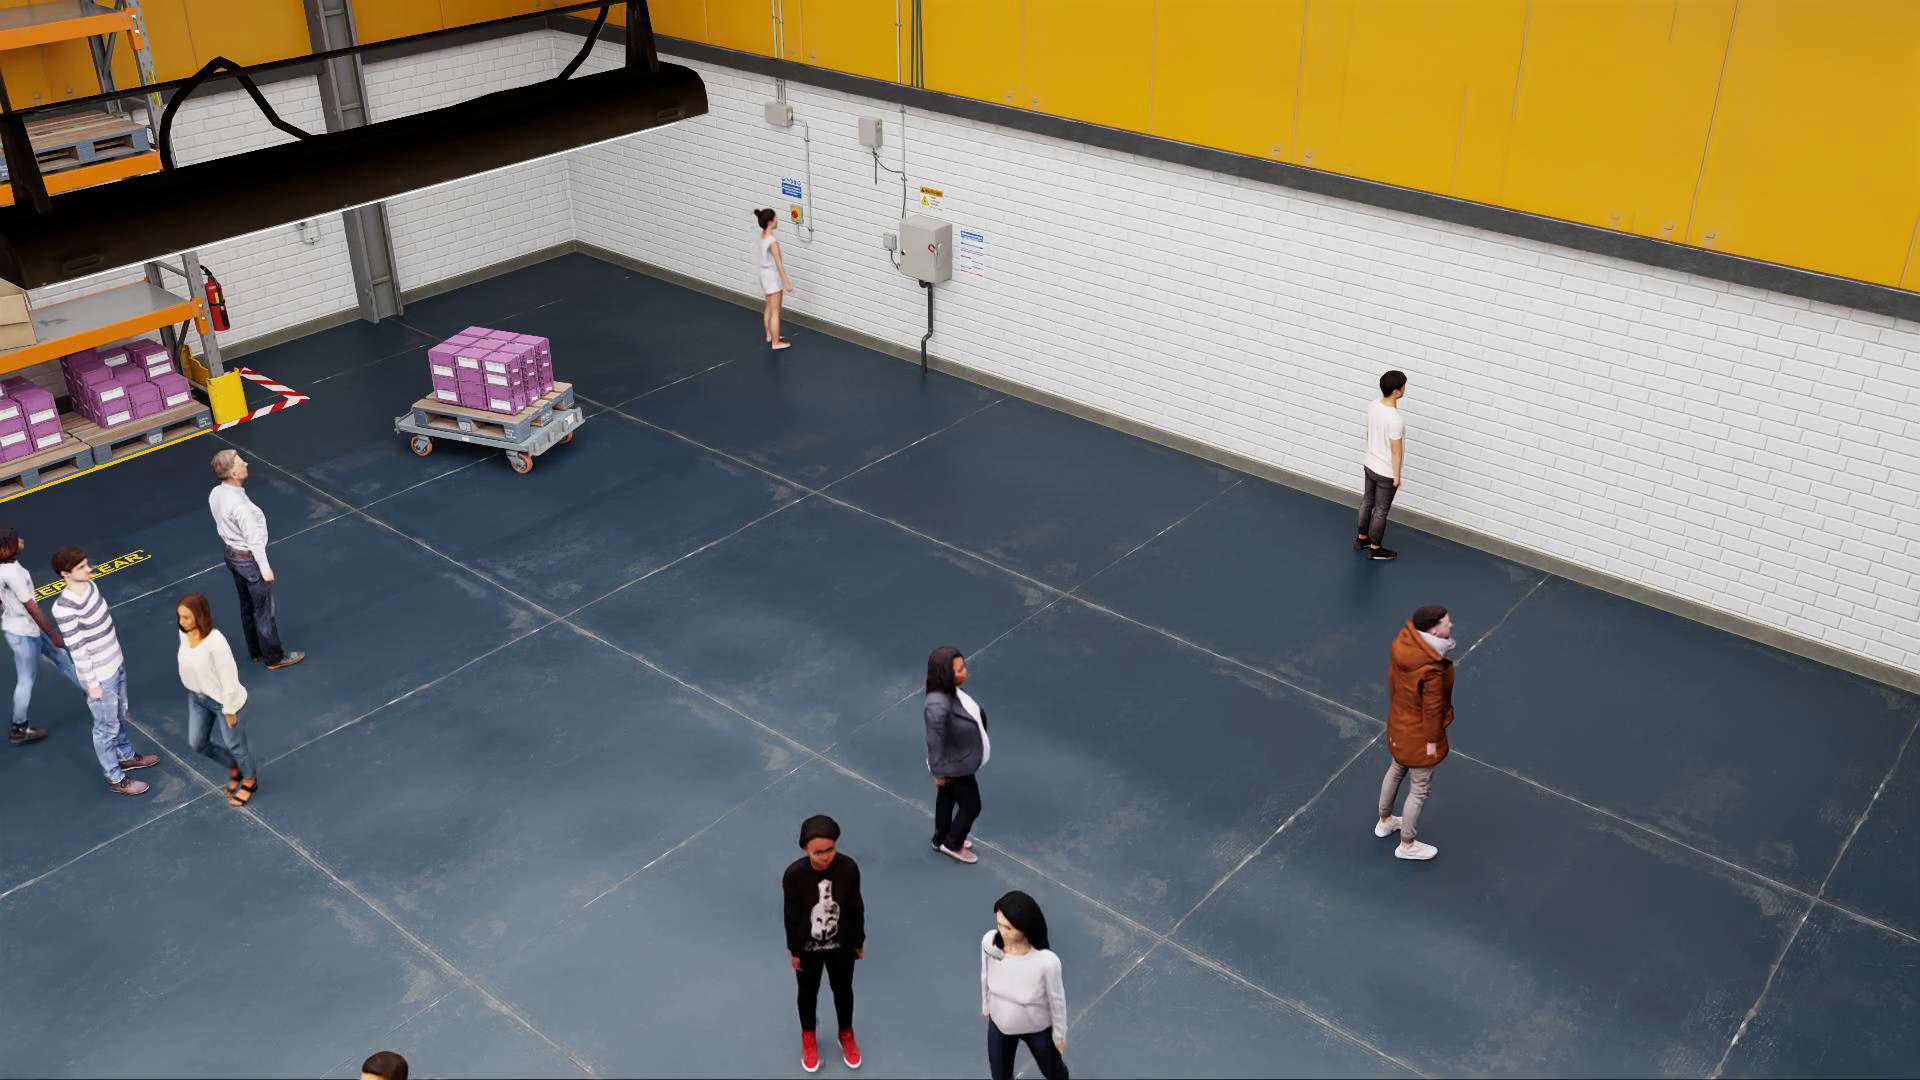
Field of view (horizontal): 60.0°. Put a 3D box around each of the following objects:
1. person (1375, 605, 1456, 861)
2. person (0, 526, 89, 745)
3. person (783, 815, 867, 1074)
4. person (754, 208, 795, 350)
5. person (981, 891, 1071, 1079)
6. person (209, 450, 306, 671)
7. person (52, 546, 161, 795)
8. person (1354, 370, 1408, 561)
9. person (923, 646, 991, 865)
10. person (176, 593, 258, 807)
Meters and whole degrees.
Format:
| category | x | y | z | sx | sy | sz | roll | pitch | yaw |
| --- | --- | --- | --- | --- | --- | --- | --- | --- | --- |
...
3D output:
| category | x | y | z | sx | sy | sz | roll | pitch | yaw |
| --- | --- | --- | --- | --- | --- | --- | --- | --- | --- |
| person | 2.939 | 1.218 | 10.725 | 0.890 | 1.839 | 0.850 | -7 | 29 | -13 |
| person | -6.723 | 0.709 | 11.824 | 1.117 | 1.681 | 0.757 | -20 | 34 | -32 |
| person | -0.753 | 2.190 | 9.119 | 0.661 | 1.673 | 0.740 | -5 | 29 | -10 |
| person | -2.121 | -2.911 | 18.525 | 0.677 | 1.618 | 0.656 | -15 | 32 | -25 |
| person | 0.365 | 2.467 | 8.610 | 0.790 | 1.672 | 0.863 | 10 | 30 | 18 |
| person | -5.449 | 0.138 | 12.725 | 0.638 | 1.820 | 0.549 | 23 | 36 | 35 |
| person | -5.887 | 0.866 | 11.355 | 0.761 | 1.855 | 0.714 | -4 | 29 | -7 |
| person | 3.628 | -0.659 | 14.288 | 0.716 | 1.722 | 0.706 | -9 | 30 | -16 |
| person | -0.124 | 1.384 | 10.681 | 0.871 | 1.590 | 0.795 | 1 | 29 | 2 |
| person | -4.944 | 1.037 | 11.232 | 0.684 | 1.671 | 0.655 | 16 | 32 | 26 |
